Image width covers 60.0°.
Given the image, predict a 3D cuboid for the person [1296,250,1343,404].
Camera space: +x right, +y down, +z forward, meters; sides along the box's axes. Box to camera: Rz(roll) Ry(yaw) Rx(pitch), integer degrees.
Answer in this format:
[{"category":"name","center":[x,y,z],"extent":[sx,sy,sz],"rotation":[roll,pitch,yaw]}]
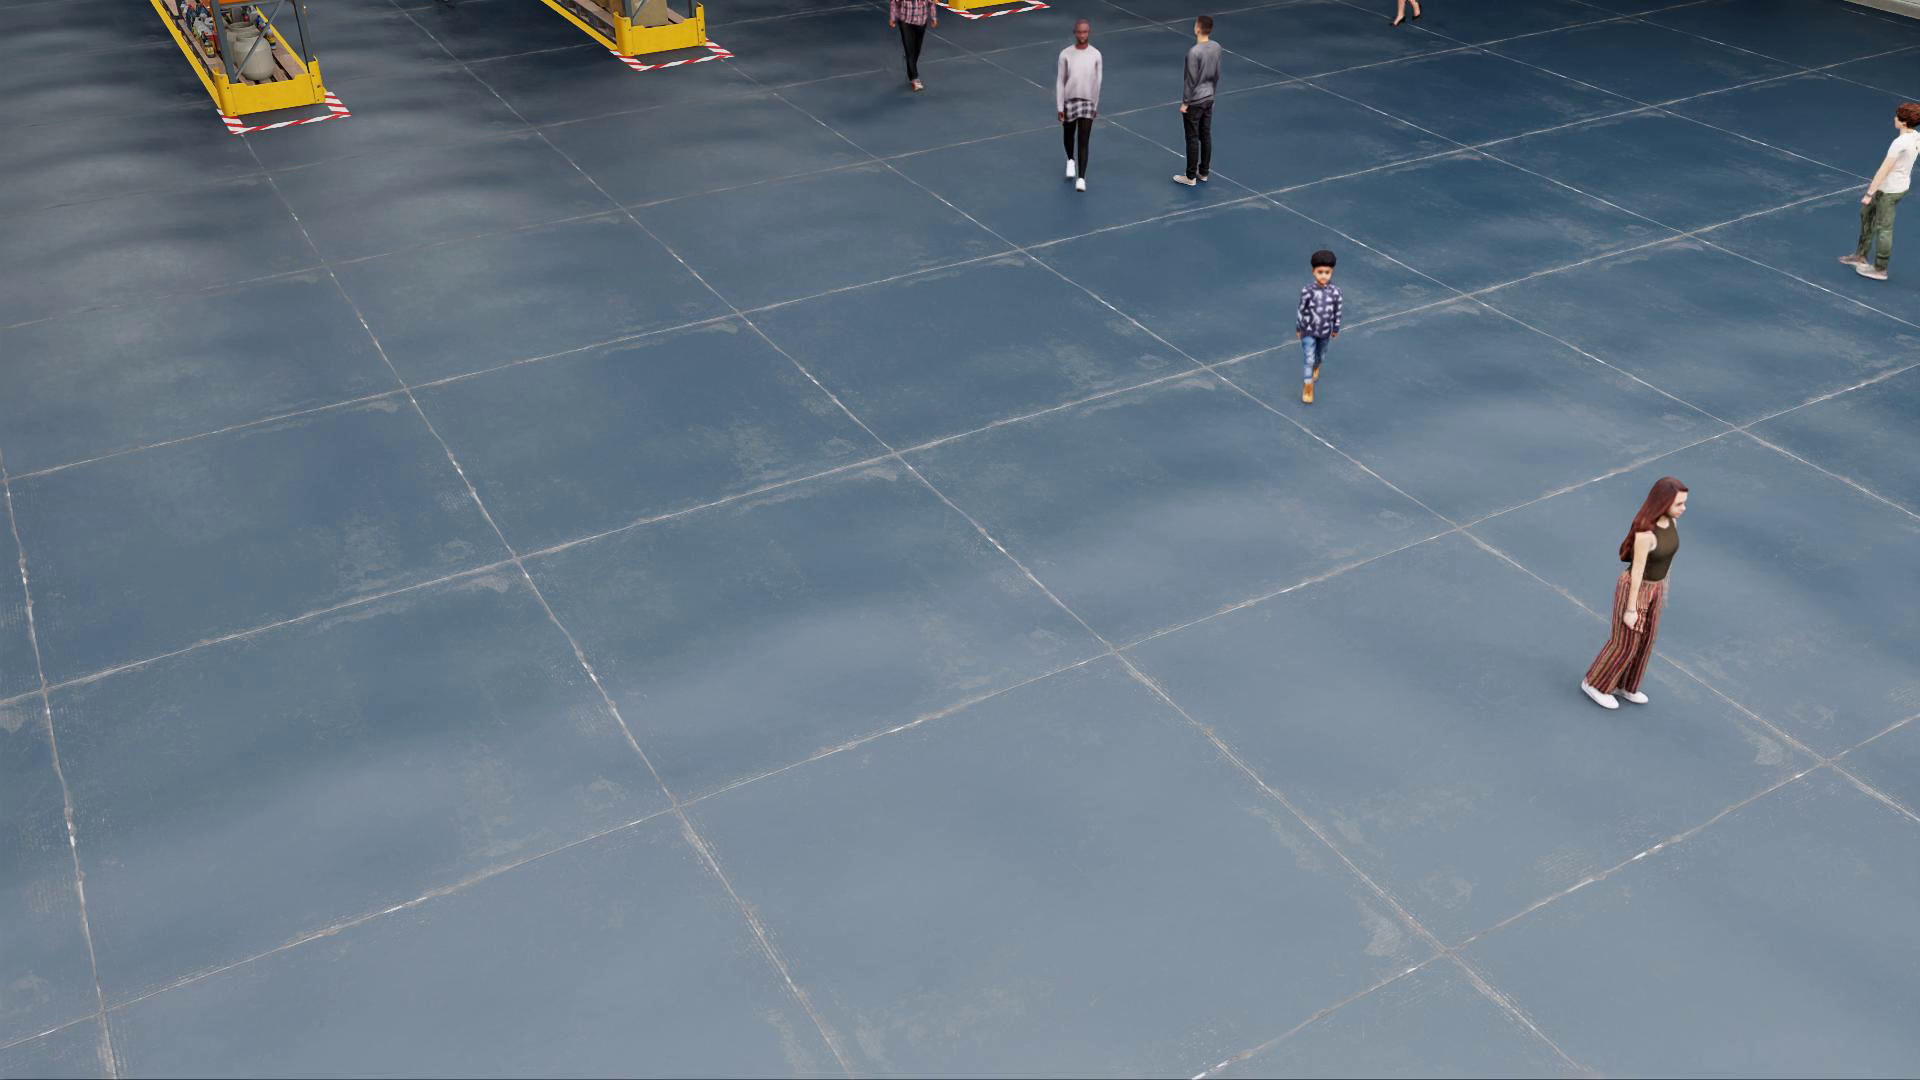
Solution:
[{"category":"person","center":[2.883,-1.752,13.432],"extent":[0.728,1.238,0.847],"rotation":[2,32,3]}]

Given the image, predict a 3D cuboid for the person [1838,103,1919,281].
[{"category":"person","center":[8.656,-3.186,15.325],"extent":[0.693,1.644,0.789],"rotation":[-27,41,-36]}]

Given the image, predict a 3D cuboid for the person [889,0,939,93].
[{"category":"person","center":[-0.595,-6.401,20.355],"extent":[0.816,1.715,1.133],"rotation":[-12,34,-18]}]

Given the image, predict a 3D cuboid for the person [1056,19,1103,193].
[{"category":"person","center":[1.218,-4.580,17.460],"extent":[1.049,1.723,1.269],"rotation":[1,32,1]}]

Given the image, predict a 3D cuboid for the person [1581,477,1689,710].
[{"category":"person","center":[4.004,0.306,9.869],"extent":[0.592,1.558,0.587],"rotation":[-22,39,-31]}]

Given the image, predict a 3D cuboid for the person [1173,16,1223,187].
[{"category":"person","center":[2.519,-4.627,17.500],"extent":[0.648,1.760,0.582],"rotation":[-23,39,-32]}]

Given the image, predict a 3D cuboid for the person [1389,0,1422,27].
[{"category":"person","center":[6.189,-7.851,22.734],"extent":[0.777,1.629,0.732],"rotation":[-4,32,-6]}]
